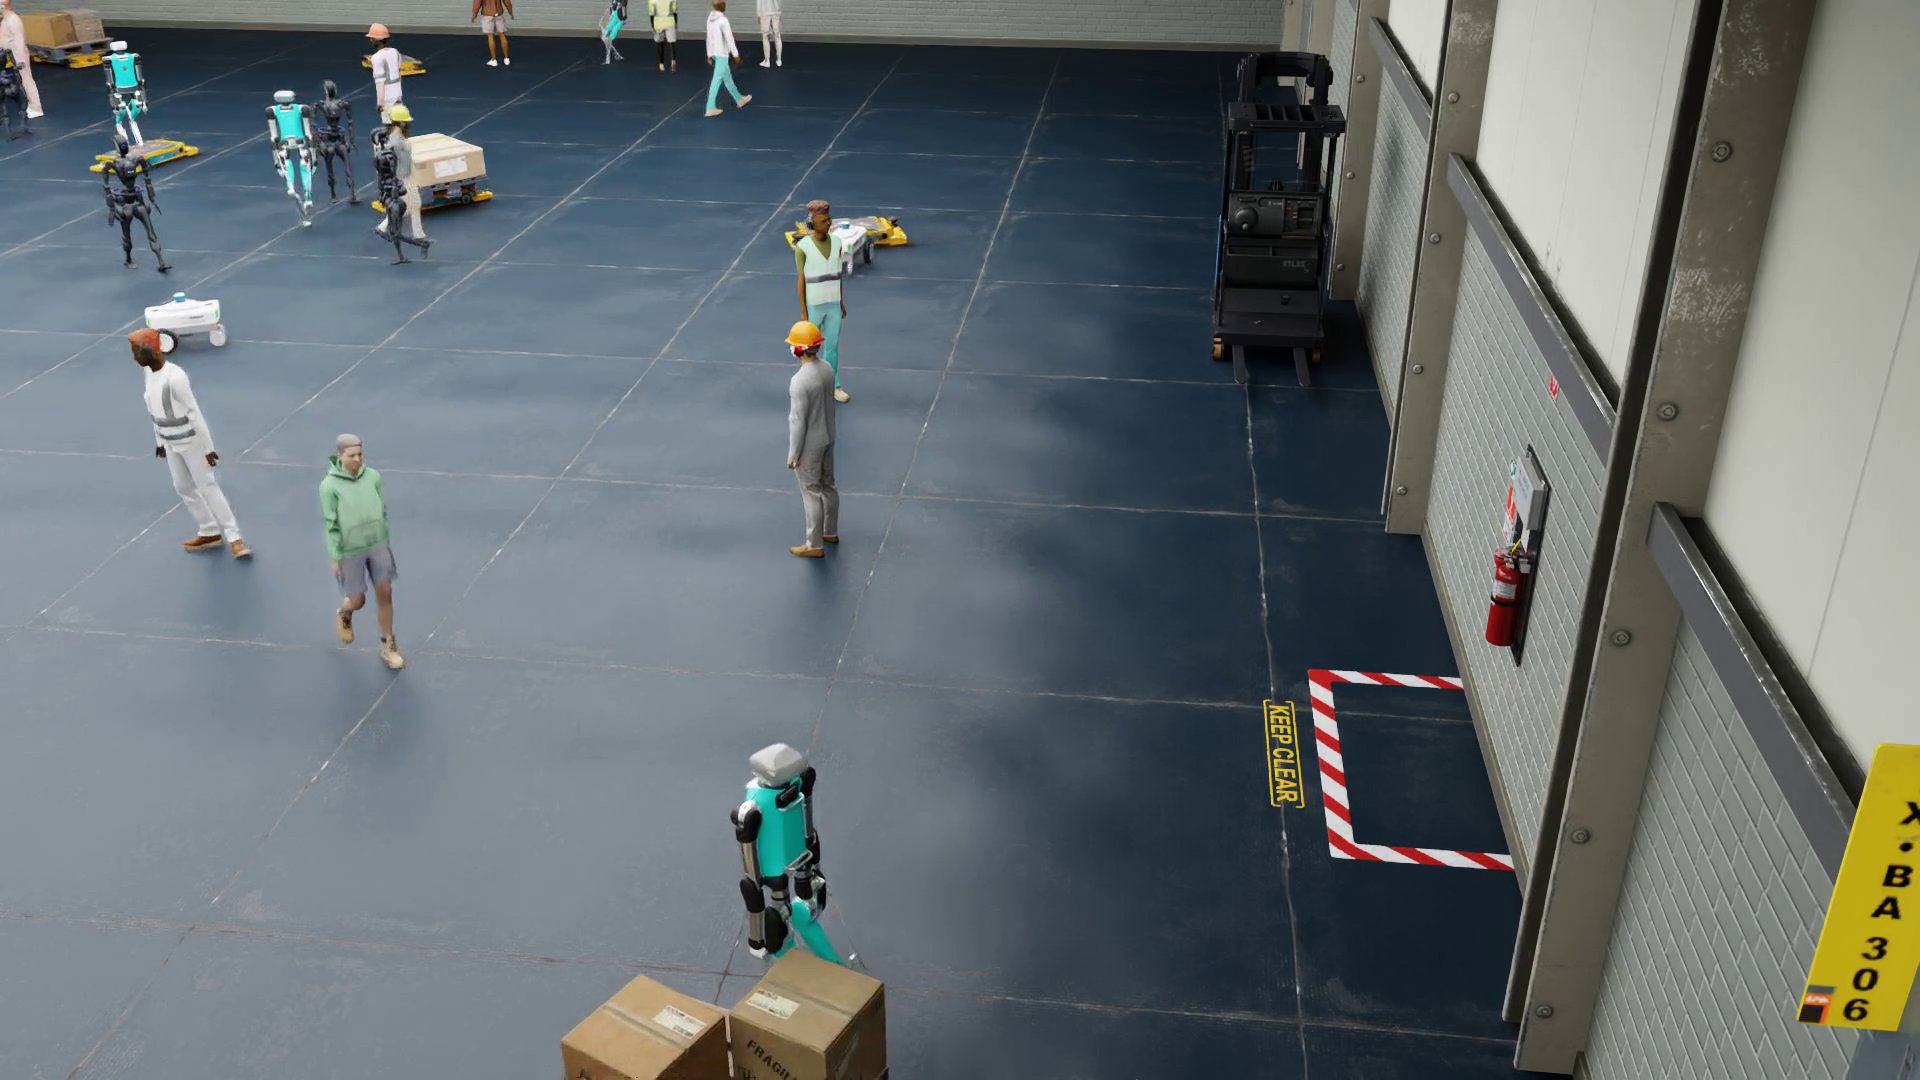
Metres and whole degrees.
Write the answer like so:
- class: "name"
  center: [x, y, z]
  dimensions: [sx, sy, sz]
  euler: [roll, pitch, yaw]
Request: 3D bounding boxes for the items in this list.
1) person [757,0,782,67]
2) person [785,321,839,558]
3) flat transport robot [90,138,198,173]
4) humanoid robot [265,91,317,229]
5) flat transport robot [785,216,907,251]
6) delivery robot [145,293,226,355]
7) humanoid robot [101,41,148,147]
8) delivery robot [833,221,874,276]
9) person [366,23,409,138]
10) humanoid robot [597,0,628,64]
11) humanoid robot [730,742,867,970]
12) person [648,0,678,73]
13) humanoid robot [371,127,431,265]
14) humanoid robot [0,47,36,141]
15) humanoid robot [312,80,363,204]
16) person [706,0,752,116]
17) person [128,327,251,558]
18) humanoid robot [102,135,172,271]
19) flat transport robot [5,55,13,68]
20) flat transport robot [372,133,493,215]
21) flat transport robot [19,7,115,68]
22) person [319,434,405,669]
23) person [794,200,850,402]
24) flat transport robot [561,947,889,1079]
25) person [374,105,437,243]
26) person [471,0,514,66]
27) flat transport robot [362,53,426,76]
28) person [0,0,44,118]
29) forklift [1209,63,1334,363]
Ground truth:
- class: "person"
  center: [-3.515, -9.713, 30.738]
  dimensions: [0.509, 1.875, 0.395]
  euler: [-13, 30, -25]
- class: "person"
  center: [-1.150, -0.780, 12.895]
  dimensions: [0.386, 1.891, 0.560]
  euler: [11, 29, 21]
- class: "flat transport robot"
  center: [-11.944, -5.617, 24.352]
  dimensions: [0.659, 0.231, 1.431]
  euler: [9, 28, 17]
- class: "humanoid robot"
  center: [-8.384, -4.700, 20.946]
  dimensions: [0.540, 1.752, 0.958]
  euler: [-7, 28, -14]
- class: "flat transport robot"
  center: [-1.428, -3.819, 20.763]
  dimensions: [1.431, 0.231, 0.659]
  euler: [-6, 27, -13]
- class: "delivery robot"
  center: [-8.096, -2.279, 17.361]
  dimensions: [0.785, 0.587, 0.499]
  euler: [-10, 28, -20]
- class: "humanoid robot"
  center: [-12.127, -6.411, 24.148]
  dimensions: [0.533, 1.677, 0.735]
  euler: [-21, 33, -36]
- class: "delivery robot"
  center: [-1.355, -3.494, 19.781]
  dimensions: [0.499, 0.583, 0.767]
  euler: [6, 27, 12]
- class: "person"
  center: [-8.196, -6.355, 23.843]
  dimensions: [0.364, 2.048, 0.607]
  euler: [5, 27, 10]
- class: "humanoid robot"
  center: [-6.548, -9.753, 31.076]
  dimensions: [0.817, 1.873, 0.537]
  euler: [-18, 31, -31]
- class: "humanoid robot"
  center: [-0.680, 1.816, 7.853]
  dimensions: [0.676, 1.777, 0.554]
  euler: [15, 30, 27]
- class: "person"
  center: [-5.364, -9.331, 30.199]
  dimensions: [0.531, 1.668, 0.765]
  euler: [-6, 27, -12]
- class: "humanoid robot"
  center: [-6.678, -4.095, 19.747]
  dimensions: [0.482, 1.637, 0.593]
  euler: [-18, 32, -32]
- class: "humanoid robot"
  center: [-14.674, -6.988, 25.519]
  dimensions: [0.597, 1.652, 0.458]
  euler: [0, 27, -1]
- class: "humanoid robot"
  center: [-8.315, -5.281, 22.130]
  dimensions: [0.589, 1.625, 0.710]
  euler: [-22, 34, -37]
- class: "person"
  center: [-3.836, -7.941, 27.214]
  dimensions: [1.002, 1.864, 0.497]
  euler: [-20, 33, -34]
- class: "person"
  center: [-5.941, -0.735, 12.841]
  dimensions: [0.786, 1.854, 0.352]
  euler: [18, 32, 32]
- class: "humanoid robot"
  center: [-9.700, -3.941, 19.482]
  dimensions: [0.777, 1.619, 0.610]
  euler: [20, 33, 34]
- class: "flat transport robot"
  center: [-18.234, -8.899, 30.903]
  dimensions: [1.431, 0.231, 0.659]
  euler: [9, 28, 18]
- class: "flat transport robot"
  center: [-7.093, -4.616, 22.353]
  dimensions: [1.431, 0.231, 0.659]
  euler: [-23, 35, -38]
- class: "flat transport robot"
  center: [-16.681, -9.056, 31.217]
  dimensions: [1.431, 0.231, 0.659]
  euler: [16, 31, 28]
- class: "person"
  center: [-4.126, 0.057, 11.392]
  dimensions: [0.494, 1.723, 0.539]
  euler: [-22, 34, -37]
- class: "person"
  center: [-1.309, -2.236, 15.697]
  dimensions: [0.489, 1.978, 0.399]
  euler: [-18, 32, -32]
- class: "flat transport robot"
  center: [-1.085, 2.791, 7.566]
  dimensions: [0.659, 0.231, 1.431]
  euler: [11, 29, 21]
- class: "person"
  center: [-6.892, -4.449, 20.377]
  dimensions: [0.602, 1.739, 0.554]
  euler: [-2, 27, -4]
- class: "person"
  center: [-8.662, -9.760, 30.849]
  dimensions: [0.793, 1.854, 0.385]
  euler: [-16, 31, -29]
- class: "flat transport robot"
  center: [-10.419, -8.737, 30.581]
  dimensions: [0.659, 0.231, 1.431]
  euler: [-19, 32, -33]
- class: "person"
  center: [-15.254, -7.806, 26.899]
  dimensions: [0.403, 1.904, 0.643]
  euler: [-15, 30, -28]
- class: "forklift"
  center: [3.241, -3.477, 17.183]
  dimensions: [1.129, 2.768, 1.873]
  euler: [3, 27, 6]
